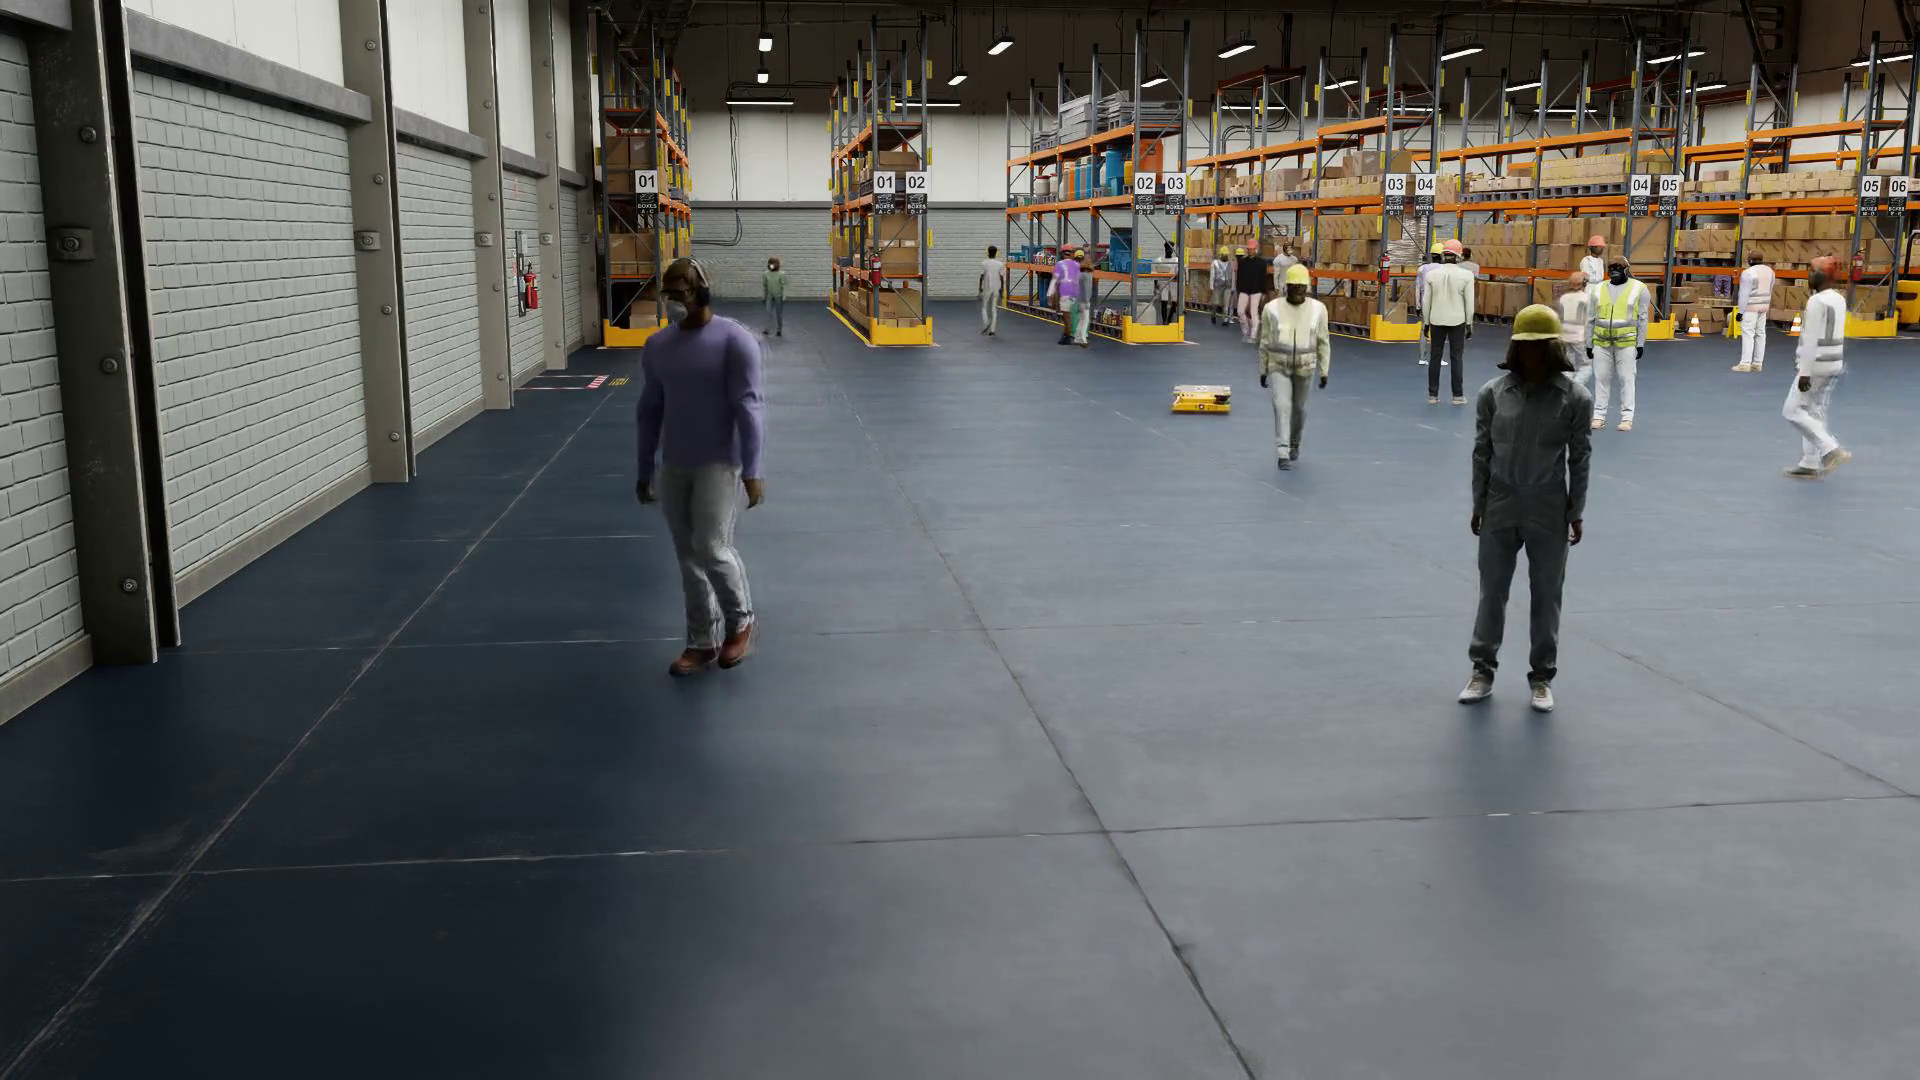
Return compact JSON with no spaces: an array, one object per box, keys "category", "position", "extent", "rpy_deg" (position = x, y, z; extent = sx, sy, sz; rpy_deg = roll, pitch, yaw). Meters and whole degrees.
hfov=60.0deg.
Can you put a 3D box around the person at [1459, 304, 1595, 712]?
[{"category":"person","position":[2.430,-0.132,7.134],"extent":[0.486,1.744,0.311],"rpy_deg":[6,12,28]}]

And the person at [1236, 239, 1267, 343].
[{"category":"person","position":[5.537,-4.729,31.666],"extent":[0.640,1.980,0.468],"rpy_deg":[7,12,32]}]

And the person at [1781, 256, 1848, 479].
[{"category":"person","position":[7.145,-1.418,13.838],"extent":[0.597,1.866,0.465],"rpy_deg":[-10,14,-43]}]

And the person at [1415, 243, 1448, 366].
[{"category":"person","position":[7.488,-3.713,26.262],"extent":[0.593,1.925,0.384],"rpy_deg":[9,14,40]}]

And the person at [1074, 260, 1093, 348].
[{"category":"person","position":[2.280,-4.320,30.461],"extent":[0.325,1.616,0.597],"rpy_deg":[-1,10,-5]}]

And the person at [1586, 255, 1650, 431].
[{"category":"person","position":[6.898,-2.068,17.516],"extent":[0.629,1.838,0.429],"rpy_deg":[8,13,37]}]

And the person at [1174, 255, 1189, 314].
[{"category":"person","position":[5.791,-6.777,43.901],"extent":[0.514,1.632,0.325],"rpy_deg":[4,11,22]}]

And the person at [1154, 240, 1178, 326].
[{"category":"person","position":[4.494,-5.497,35.964],"extent":[0.627,1.951,0.673],"rpy_deg":[-1,10,-4]}]

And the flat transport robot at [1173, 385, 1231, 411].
[{"category":"flat transport robot","position":[2.872,-1.698,19.755],"extent":[0.652,0.197,1.431],"rpy_deg":[1,10,8]}]

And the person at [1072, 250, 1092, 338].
[{"category":"person","position":[2.387,-4.925,33.349],"extent":[0.533,1.767,0.327],"rpy_deg":[-2,11,-12]}]

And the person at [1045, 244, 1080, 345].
[{"category":"person","position":[1.955,-4.625,31.382],"extent":[0.695,1.876,0.696],"rpy_deg":[-9,14,-40]}]

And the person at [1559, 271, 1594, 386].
[{"category":"person","position":[7.259,-2.345,19.589],"extent":[0.378,1.622,0.536],"rpy_deg":[-5,12,-27]}]

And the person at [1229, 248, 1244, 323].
[{"category":"person","position":[6.555,-5.964,39.046],"extent":[0.535,1.767,0.315],"rpy_deg":[-3,11,-16]}]

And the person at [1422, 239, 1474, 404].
[{"category":"person","position":[5.940,-2.650,20.244],"extent":[0.613,1.995,0.391],"rpy_deg":[6,12,30]}]

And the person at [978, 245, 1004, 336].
[{"category":"person","position":[0.625,-5.104,34.091],"extent":[0.577,1.849,0.609],"rpy_deg":[-2,11,-12]}]

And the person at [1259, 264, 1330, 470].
[{"category":"person","position":[2.962,-1.552,14.785],"extent":[0.604,1.805,0.843],"rpy_deg":[1,10,6]}]

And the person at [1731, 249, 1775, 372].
[{"category":"person","position":[11.971,-3.462,25.134],"extent":[0.619,1.840,0.430],"rpy_deg":[-5,11,-24]}]

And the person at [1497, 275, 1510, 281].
[{"category":"person","position":[15.300,-7.423,46.654],"extent":[0.570,1.907,0.666],"rpy_deg":[-9,14,-40]}]

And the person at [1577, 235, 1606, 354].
[{"category":"person","position":[10.940,-4.227,28.751],"extent":[0.607,2.048,0.366],"rpy_deg":[-10,14,-43]}]

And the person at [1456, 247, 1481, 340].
[{"category":"person","position":[9.993,-4.850,32.802],"extent":[0.546,1.836,0.850],"rpy_deg":[3,11,16]}]

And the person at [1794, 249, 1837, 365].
[{"category":"person","position":[13.557,-3.666,26.263],"extent":[0.556,1.837,0.411],"rpy_deg":[-7,12,-32]}]

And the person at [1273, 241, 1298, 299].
[{"category":"person","position":[7.037,-5.484,35.980],"extent":[0.624,1.931,0.378],"rpy_deg":[-6,12,-29]}]

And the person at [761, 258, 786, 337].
[{"category":"person","position":[-3.793,-4.906,33.674],"extent":[0.523,1.592,0.801],"rpy_deg":[2,11,13]}]

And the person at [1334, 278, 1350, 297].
[{"category":"person","position":[10.879,-7.381,47.234],"extent":[0.506,1.611,0.788],"rpy_deg":[-1,10,-4]}]

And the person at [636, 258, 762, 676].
[{"category":"person","position":[-1.219,-0.321,7.663],"extent":[0.660,1.928,0.430],"rpy_deg":[6,12,29]}]

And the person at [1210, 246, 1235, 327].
[{"category":"person","position":[5.942,-5.745,37.685],"extent":[0.609,1.816,0.608],"rpy_deg":[-2,10,-10]}]

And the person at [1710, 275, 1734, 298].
[{"category":"person","position":[20.842,-7.204,45.458],"extent":[0.640,1.909,0.409],"rpy_deg":[2,11,12]}]
